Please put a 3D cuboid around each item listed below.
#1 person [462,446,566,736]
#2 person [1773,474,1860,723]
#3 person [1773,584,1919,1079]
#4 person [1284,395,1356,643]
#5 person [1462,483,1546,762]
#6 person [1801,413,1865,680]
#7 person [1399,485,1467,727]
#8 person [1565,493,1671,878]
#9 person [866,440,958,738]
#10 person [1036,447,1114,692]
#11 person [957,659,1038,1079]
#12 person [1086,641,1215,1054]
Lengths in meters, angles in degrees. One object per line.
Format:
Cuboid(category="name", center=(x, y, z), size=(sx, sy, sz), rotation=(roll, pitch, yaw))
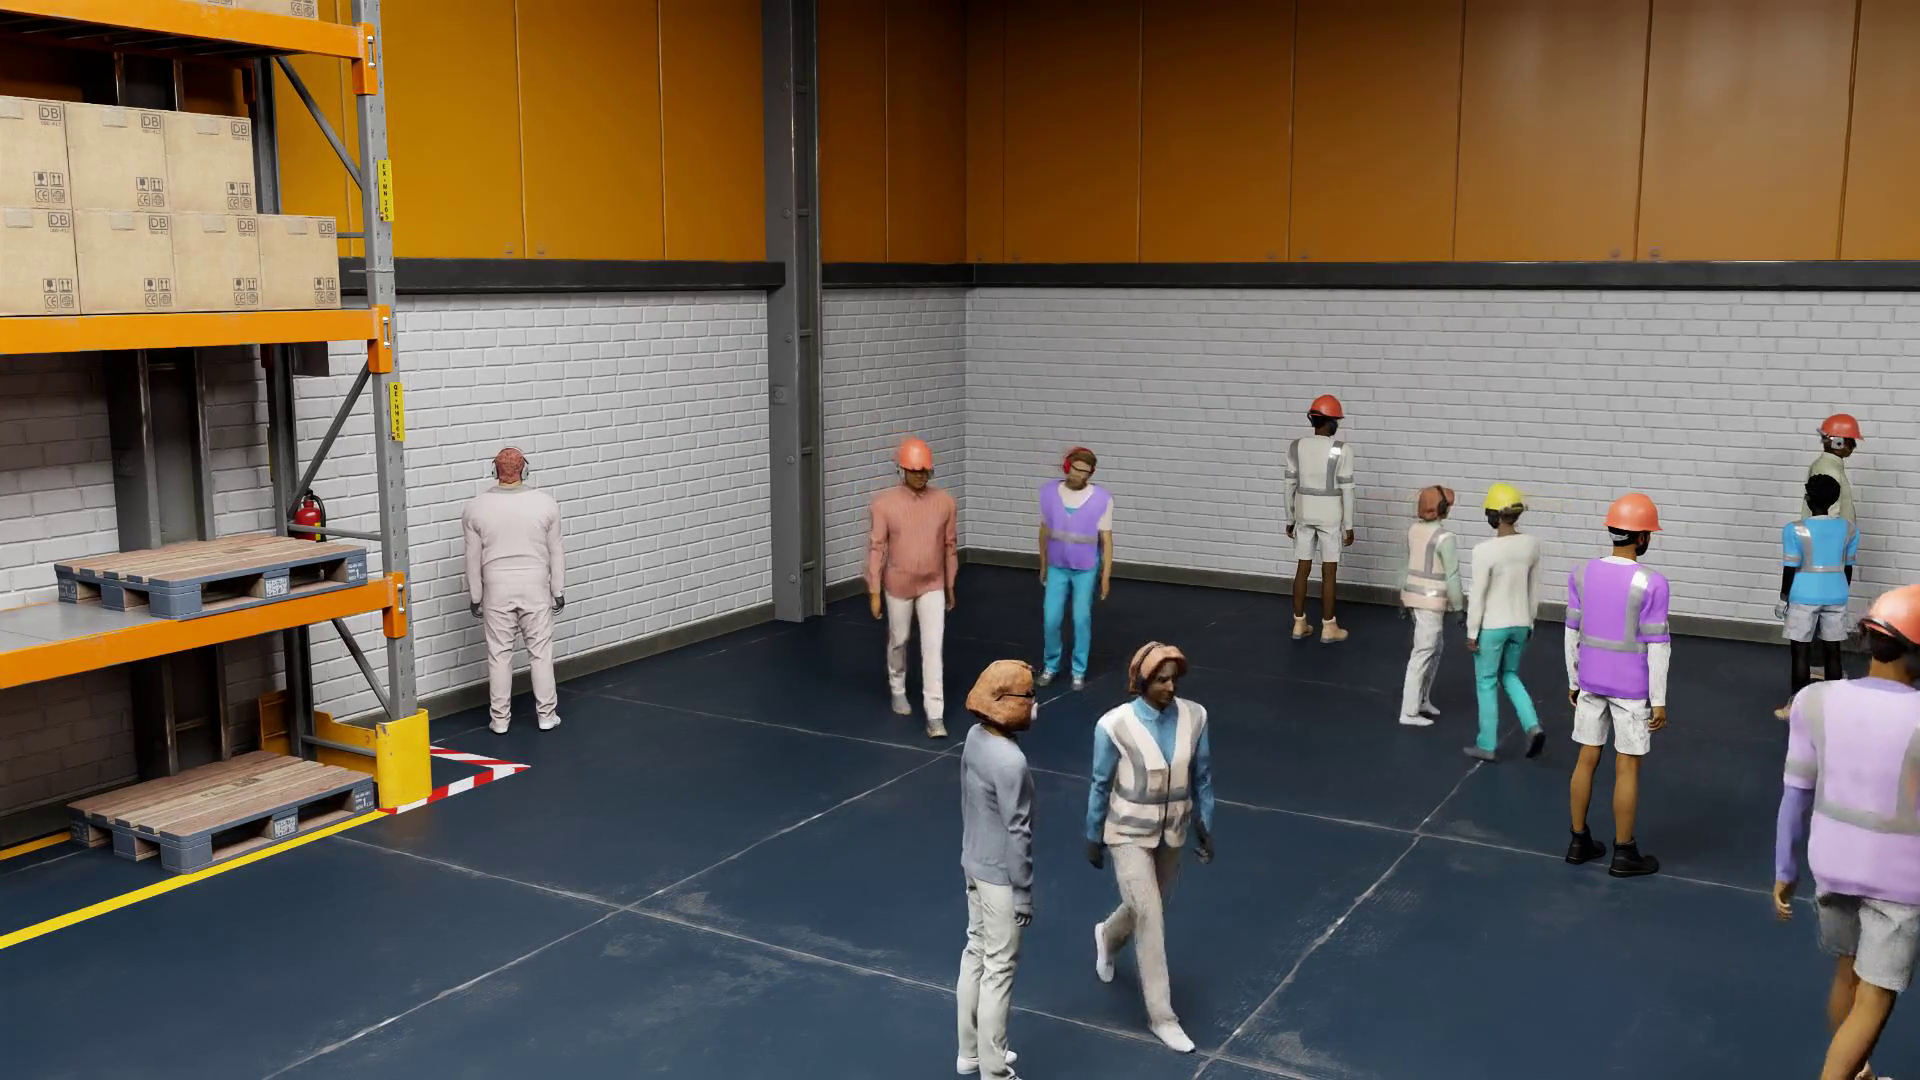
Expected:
Cuboid(category="person", center=(-2.919, 0.335, 10.949), size=(0.643, 1.909, 0.409), rotation=(-2, 9, -14))
Cuboid(category="person", center=(5.745, 0.402, 11.177), size=(0.533, 1.697, 0.322), rotation=(-1, 9, -5))
Cuboid(category="person", center=(3.068, 1.140, 5.657), size=(0.964, 2.004, 0.607), rotation=(-7, 11, -36))
Cuboid(category="person", center=(2.979, -0.177, 13.723), size=(0.616, 2.040, 0.381), rotation=(7, 12, 38))
Cuboid(category="person", center=(3.344, 0.525, 10.213), size=(0.541, 1.754, 0.459), rotation=(-4, 10, -24))
Cuboid(category="person", center=(6.513, 0.045, 12.488), size=(0.382, 1.994, 0.608), rotation=(3, 10, 17))
Cuboid(category="person", center=(3.172, 0.446, 11.116), size=(0.557, 1.623, 0.513), rotation=(-2, 9, -15))
Cuboid(category="person", center=(3.338, 0.725, 8.417), size=(0.371, 1.935, 0.551), rotation=(-6, 11, -35))
Cuboid(category="person", center=(-0.320, 0.292, 11.125), size=(0.644, 1.942, 1.045), rotation=(-2, 9, -13))
Cuboid(category="person", center=(0.833, 0.217, 11.990), size=(0.588, 1.804, 0.492), rotation=(3, 10, 19))
Cuboid(category="person", center=(0.152, 1.240, 6.149), size=(0.279, 1.631, 0.504), rotation=(-3, 10, -18))
Cuboid(category="person", center=(0.728, 1.165, 6.712), size=(0.515, 1.600, 0.781), rotation=(-5, 10, -28))
